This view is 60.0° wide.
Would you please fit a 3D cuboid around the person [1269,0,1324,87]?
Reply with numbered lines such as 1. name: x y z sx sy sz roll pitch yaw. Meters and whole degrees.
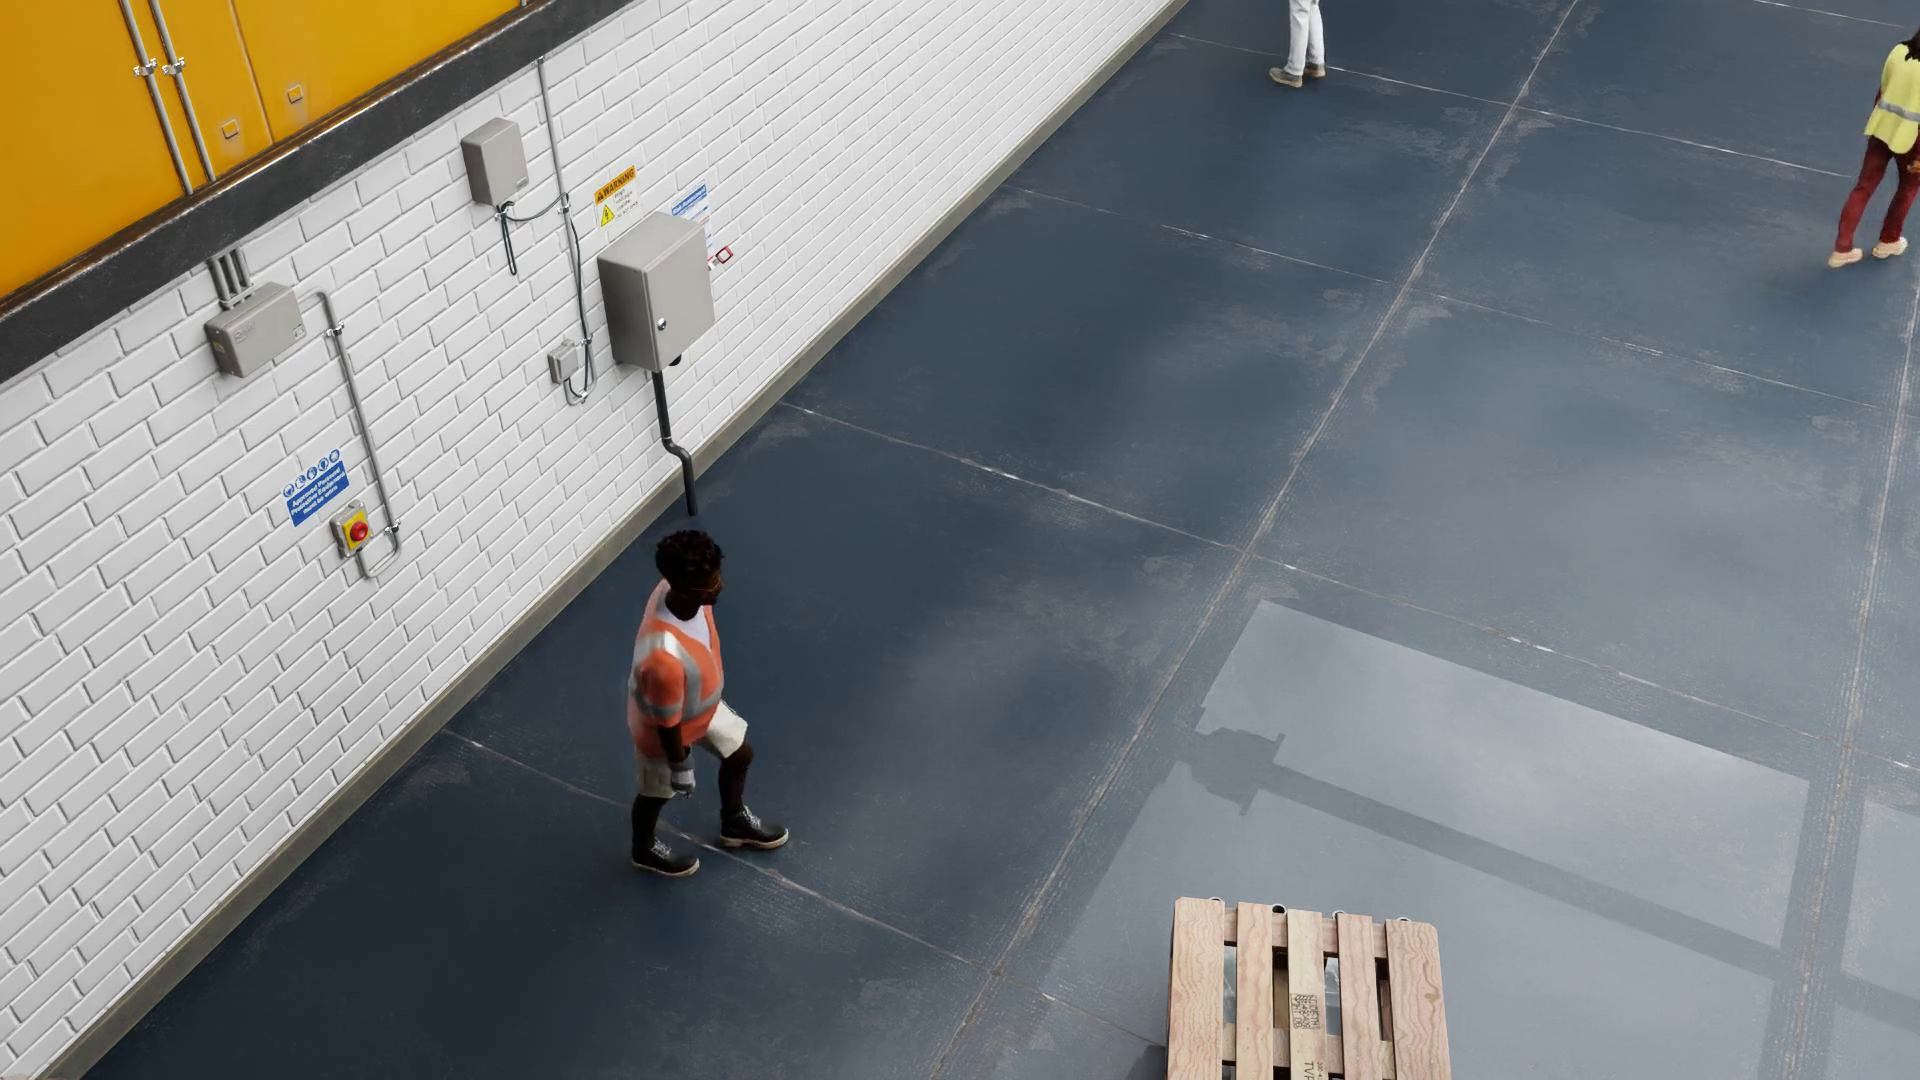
1. person: 2.664 -4.369 12.675 0.588 1.877 0.375 -29 49 -30

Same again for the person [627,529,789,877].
1. person: -1.096 0.719 6.742 0.770 1.920 0.604 7 41 8

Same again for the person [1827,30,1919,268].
1. person: 6.101 -2.609 10.727 0.738 1.747 0.484 -23 46 -25
